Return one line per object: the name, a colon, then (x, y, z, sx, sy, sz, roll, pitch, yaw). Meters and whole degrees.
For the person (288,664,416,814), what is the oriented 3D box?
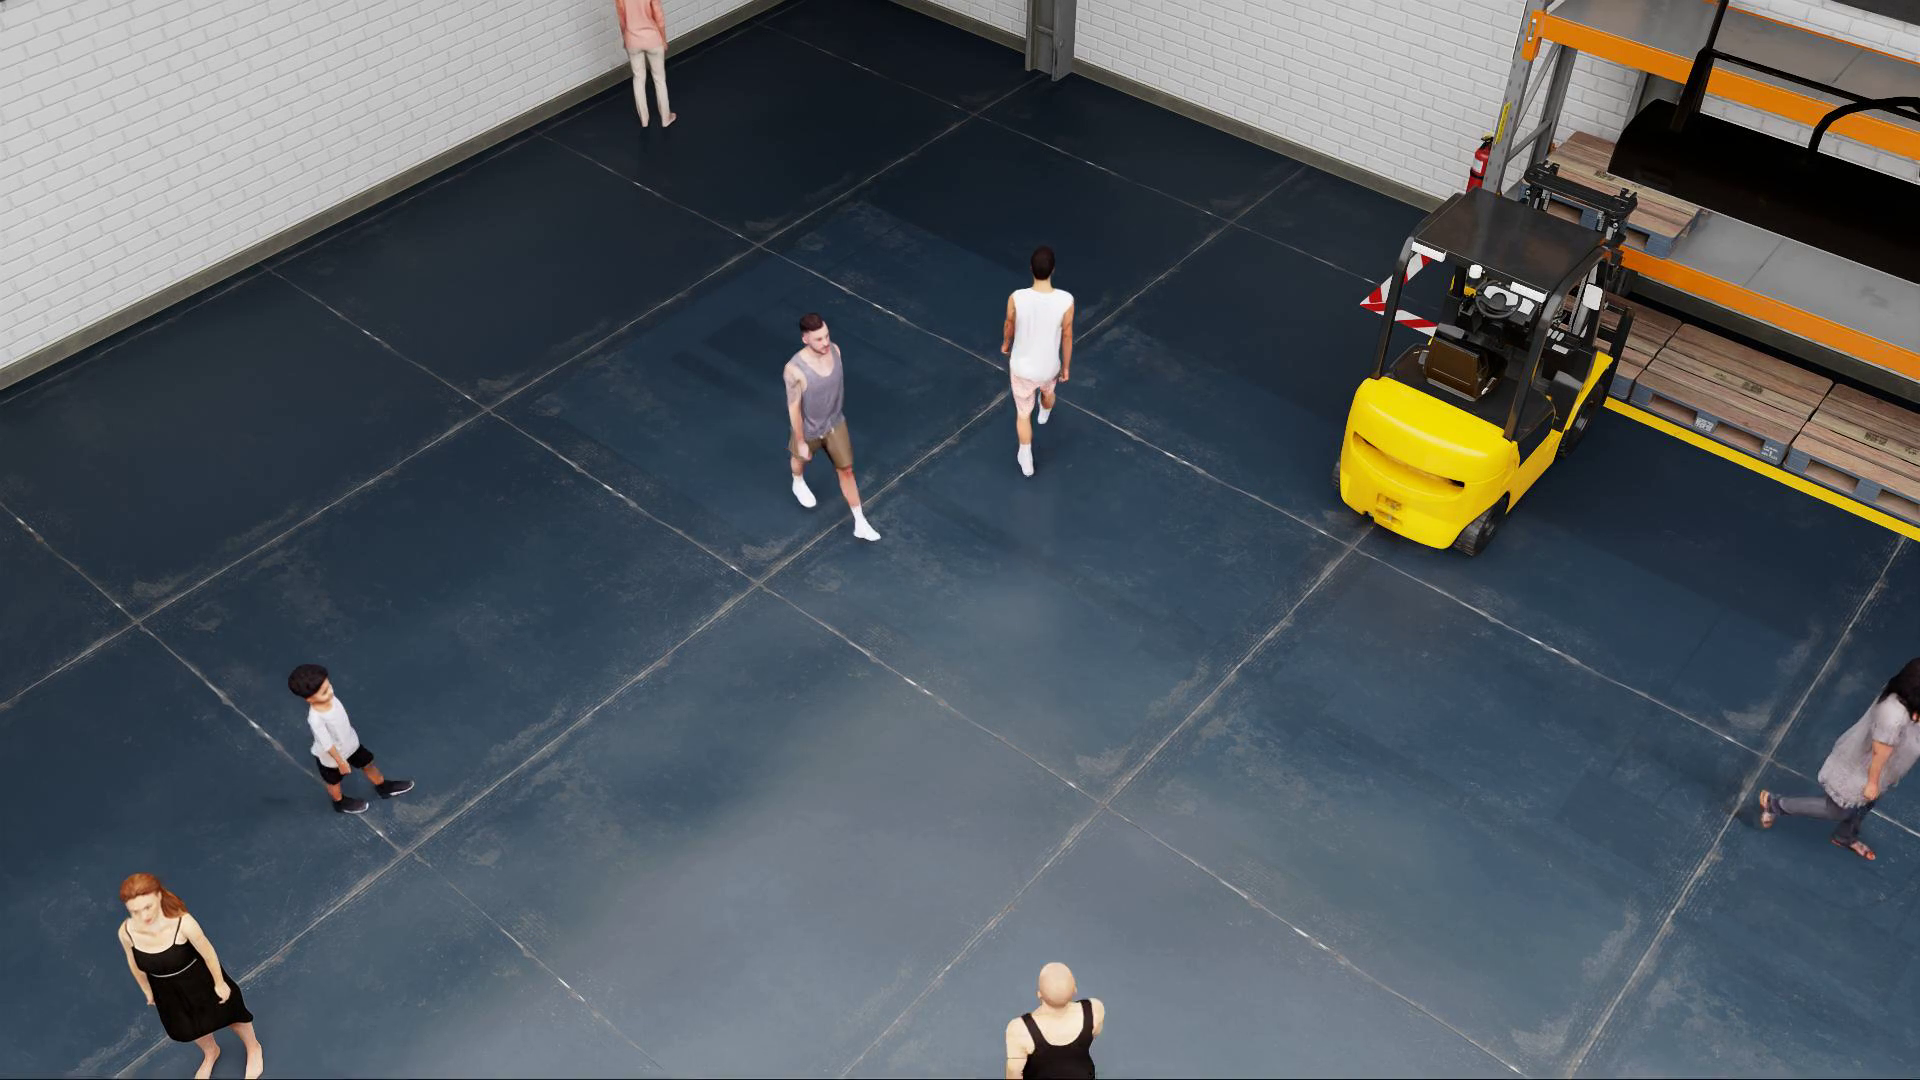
person: (-3.760, 1.191, 9.826, 0.792, 1.244, 0.721, -2, 44, -2)

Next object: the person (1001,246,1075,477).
person: (0.537, -1.228, 12.005, 1.104, 1.741, 1.131, -1, 44, -1)

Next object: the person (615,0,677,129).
person: (-2.986, -4.719, 15.681, 0.649, 1.724, 0.742, 3, 44, 3)

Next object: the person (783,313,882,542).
person: (-1.042, -0.844, 11.565, 0.817, 1.789, 1.249, -28, 50, -27)

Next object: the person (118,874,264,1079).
person: (-3.923, 2.233, 8.457, 0.685, 1.624, 0.745, -4, 44, -4)

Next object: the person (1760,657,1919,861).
person: (5.136, 1.227, 9.538, 0.928, 1.590, 0.657, 27, 50, 25)

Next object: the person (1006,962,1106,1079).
person: (0.480, 2.663, 7.902, 1.109, 1.766, 1.209, -6, 44, -7)
